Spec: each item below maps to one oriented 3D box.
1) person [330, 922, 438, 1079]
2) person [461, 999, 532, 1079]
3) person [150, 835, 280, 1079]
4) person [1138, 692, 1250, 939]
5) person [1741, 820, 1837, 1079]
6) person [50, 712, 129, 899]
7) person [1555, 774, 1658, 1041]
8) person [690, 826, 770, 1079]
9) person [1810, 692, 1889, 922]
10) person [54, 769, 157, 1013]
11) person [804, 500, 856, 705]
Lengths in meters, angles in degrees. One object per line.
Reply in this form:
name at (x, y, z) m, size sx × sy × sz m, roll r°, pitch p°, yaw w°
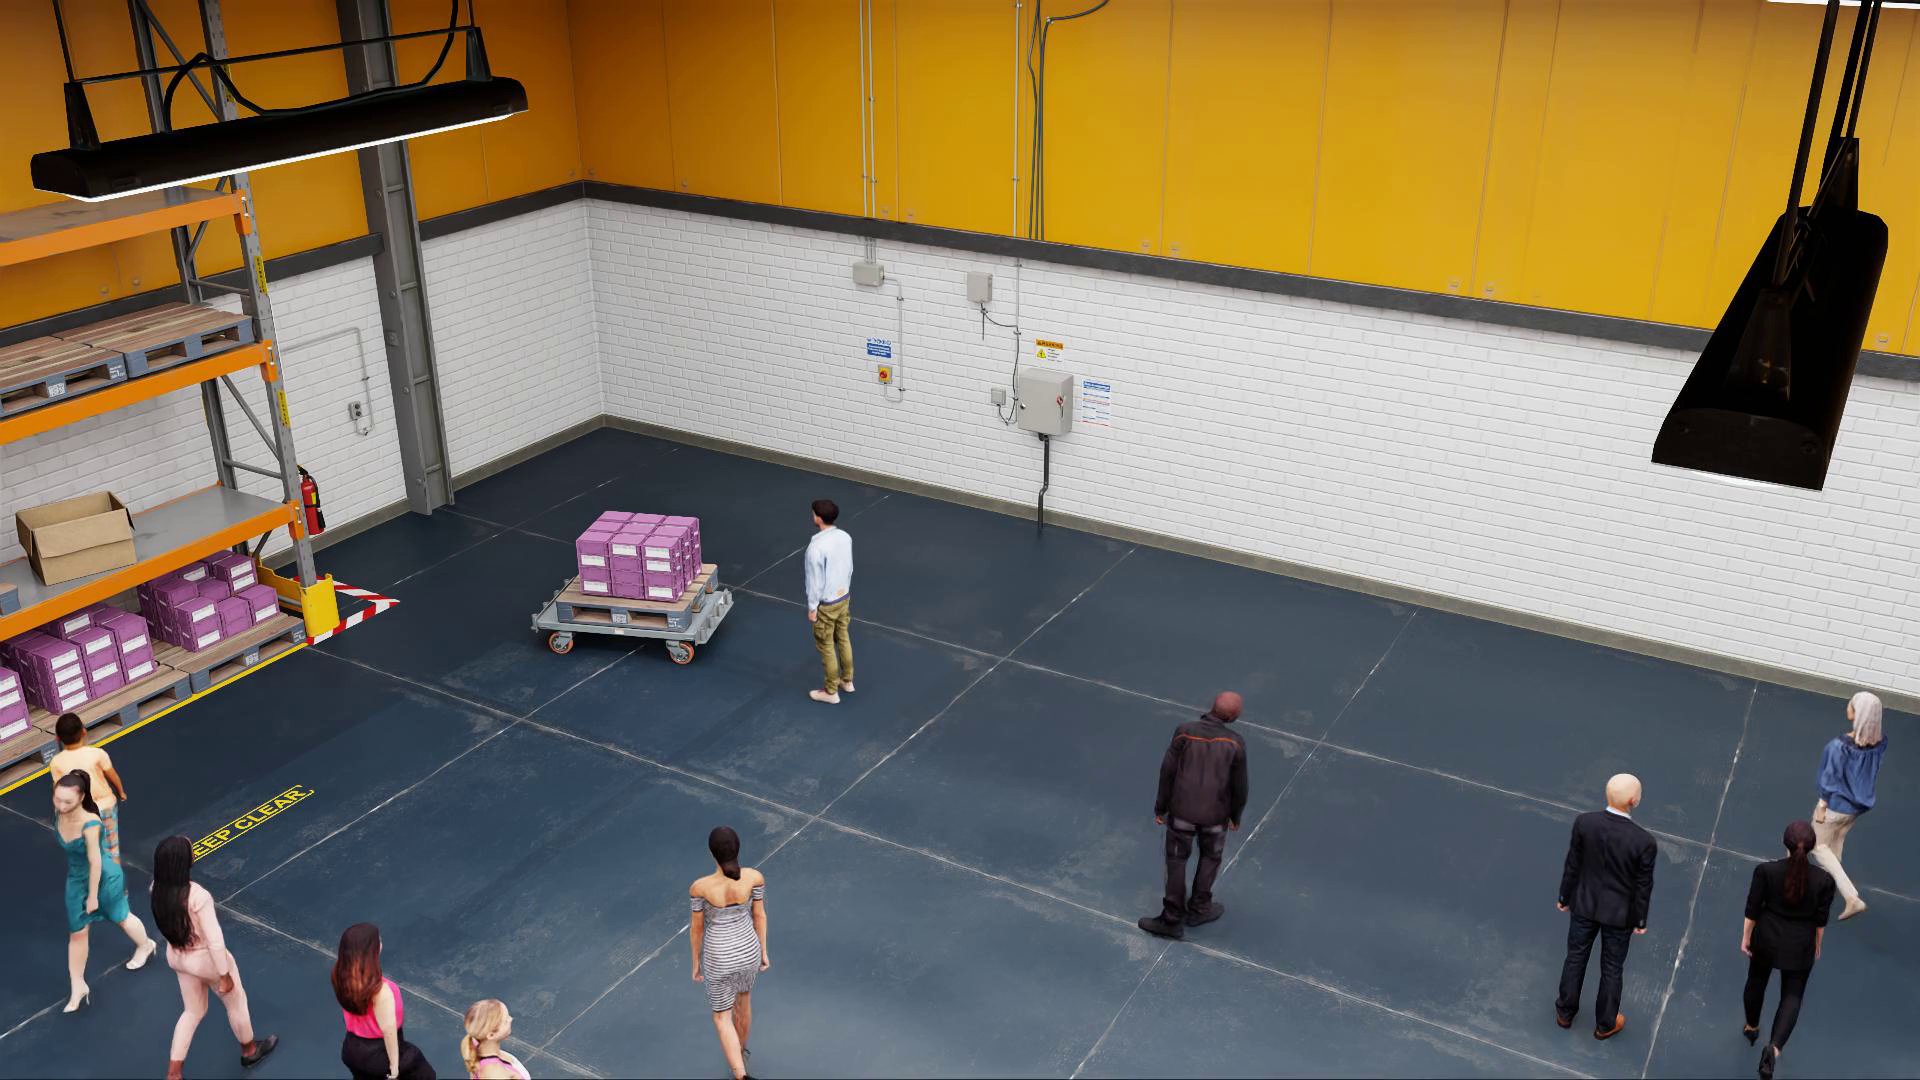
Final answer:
person at (-3.192, 2.815, 8.982) m, size 0.617 × 1.648 × 0.673 m, roll 10°, pitch 25°, yaw 21°
person at (-2.284, 3.037, 8.301) m, size 0.654 × 1.787 × 0.676 m, roll -17°, pitch 29°, yaw -33°
person at (-4.468, 2.497, 9.643) m, size 0.681 × 1.702 × 1.001 m, roll 10°, pitch 26°, yaw 23°
person at (1.575, 1.826, 11.077) m, size 0.935 × 1.783 × 0.855 m, roll -1°, pitch 24°, yaw -2°
person at (4.854, 2.448, 9.830) m, size 0.591 × 1.641 × 0.938 m, roll 12°, pitch 26°, yaw 26°
person at (-5.931, 1.877, 11.387) m, size 0.846 × 1.441 × 0.892 m, roll -8°, pitch 25°, yaw -17°
person at (3.919, 2.231, 10.131) m, size 0.692 × 1.797 × 0.604 m, roll 16°, pitch 28°, yaw 32°
person at (-1.291, 2.494, 9.533) m, size 1.024 × 1.796 × 1.031 m, roll -9°, pitch 25°, yaw -19°
person at (6.018, 1.830, 11.194) m, size 0.915 × 1.681 × 0.950 m, roll -9°, pitch 25°, yaw -19°
person at (-5.438, 2.138, 10.547) m, size 0.660 × 1.636 × 0.964 m, roll 15°, pitch 28°, yaw 30°
person at (-1.098, 0.510, 14.055) m, size 0.742 × 1.809 × 0.502 m, roll 15°, pitch 28°, yaw 30°
